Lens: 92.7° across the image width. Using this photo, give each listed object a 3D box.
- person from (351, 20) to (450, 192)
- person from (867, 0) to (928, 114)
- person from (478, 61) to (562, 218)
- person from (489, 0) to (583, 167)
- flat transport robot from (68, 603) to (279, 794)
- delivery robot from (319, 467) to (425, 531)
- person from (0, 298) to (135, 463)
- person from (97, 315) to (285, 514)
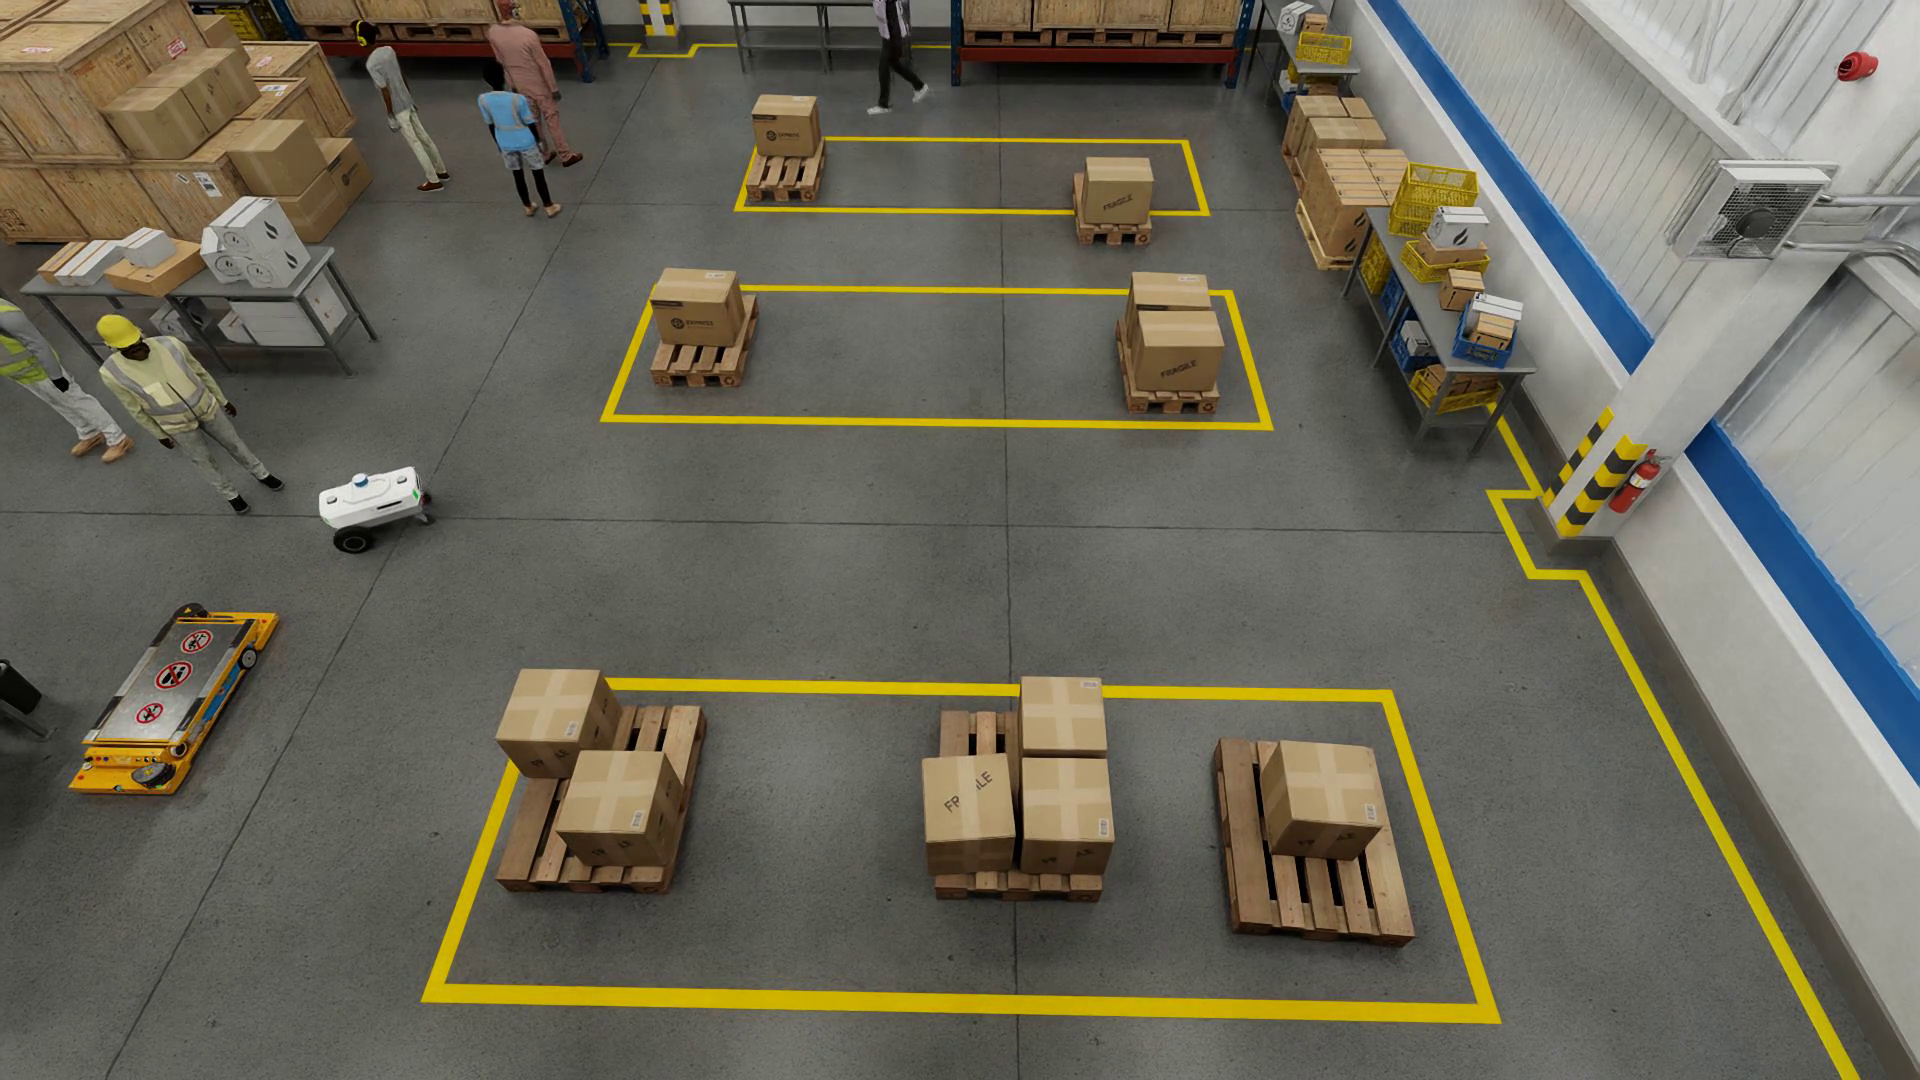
[{"bbox_3d":[-6.412,-4.935,10.484,0.328,1.873,0.519,4,50,3],"label":"person"},{"bbox_3d":[-0.839,-6.529,11.832,0.842,1.888,0.605,-15,51,-12],"label":"person"},{"bbox_3d":[-4.891,-4.393,10.141,0.539,1.691,0.320,-1,50,-1],"label":"person"},{"bbox_3d":[-5.049,-5.417,10.869,0.651,1.906,0.402,12,51,10],"label":"person"},{"bbox_3d":[-5.504,1.072,6.442,0.652,0.197,1.431,1,50,1],"label":"flat transport robot"},{"bbox_3d":[-4.728,-0.334,7.387,0.707,0.478,0.477,-20,53,-16],"label":"delivery robot"},{"bbox_3d":[-7.624,-1.405,7.517,0.622,1.845,0.429,13,51,11],"label":"person"},{"bbox_3d":[-6.030,-0.987,7.165,0.403,1.837,0.591,26,54,20],"label":"person"}]
